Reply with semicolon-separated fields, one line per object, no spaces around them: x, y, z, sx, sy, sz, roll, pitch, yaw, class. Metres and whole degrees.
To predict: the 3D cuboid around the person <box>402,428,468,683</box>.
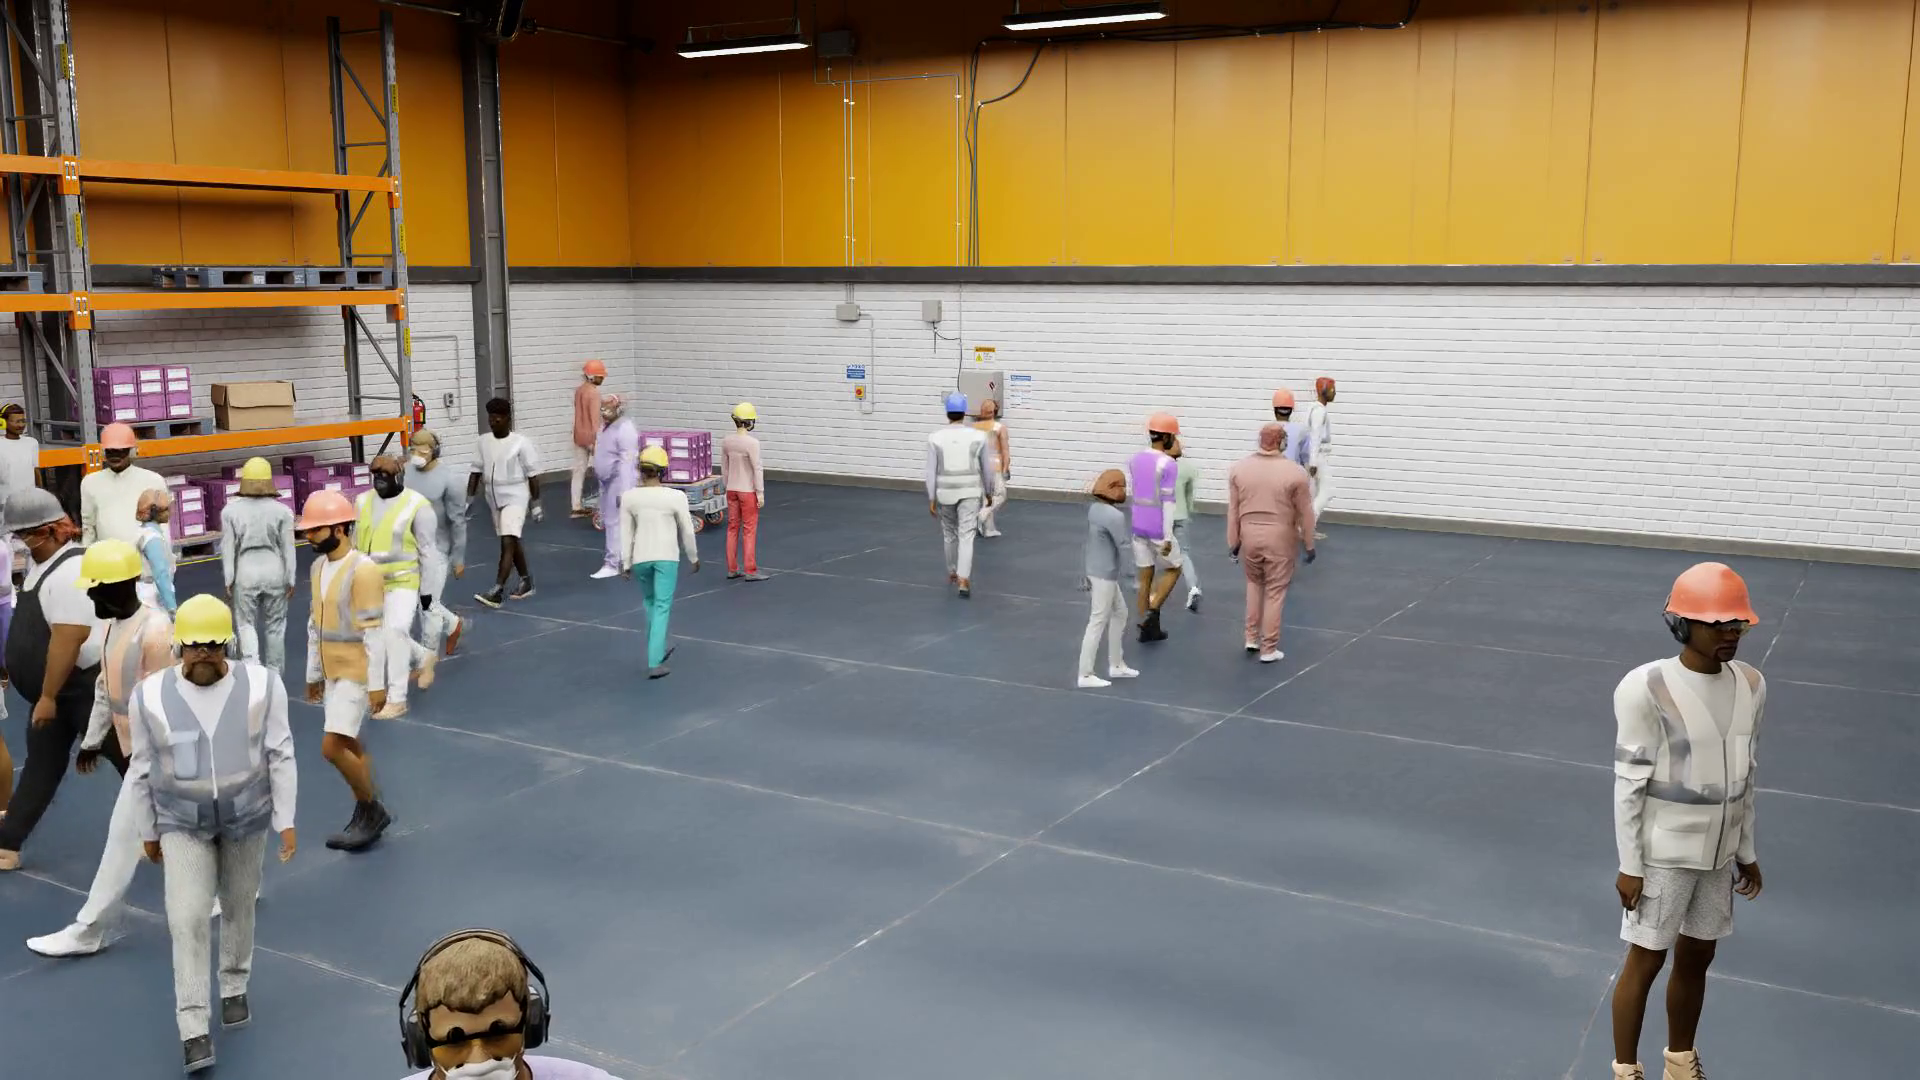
-3.951;0.085;12.532;0.687;1.905;0.718;4;10;22;person

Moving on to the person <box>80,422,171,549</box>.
-6.038;0.120;12.090;0.619;1.976;0.673;-1;9;-6;person

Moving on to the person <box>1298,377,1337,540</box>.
4.077;-0.913;18.865;0.418;1.872;0.595;1;9;6;person

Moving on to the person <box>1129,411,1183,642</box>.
1.622;-0.103;13.672;0.427;1.914;0.536;-7;12;-39;person

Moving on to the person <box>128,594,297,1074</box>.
-2.870;1.109;6.436;0.594;1.796;0.821;-5;10;-26;person

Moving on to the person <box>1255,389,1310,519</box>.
3.194;-0.554;16.563;0.566;1.879;1.007;0;9;0;person

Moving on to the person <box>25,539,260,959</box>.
-3.710;0.908;7.512;1.032;1.861;0.609;-8;12;-40;person

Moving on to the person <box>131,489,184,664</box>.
-5.537;0.463;11.152;0.836;1.605;0.519;-5;10;-29;person

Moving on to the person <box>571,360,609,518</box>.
-4.549;-1.259;20.700;0.719;1.959;0.701;-8;12;-43;person

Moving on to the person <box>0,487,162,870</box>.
-4.544;0.678;8.388;1.049;2.000;0.700;-8;12;-42;person

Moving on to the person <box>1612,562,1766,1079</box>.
2.570;1.085;5.843;0.605;2.044;0.375;-3;10;-21;person

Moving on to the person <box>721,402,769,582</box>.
-2.123;-0.475;16.439;0.533;1.767;0.322;8;12;39;person

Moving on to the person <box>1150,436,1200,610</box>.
1.927;-0.179;15.094;0.499;1.603;0.763;-3;9;-16;person

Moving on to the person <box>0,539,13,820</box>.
-5.240;0.635;8.649;0.373;2.044;0.606;6;11;32;person

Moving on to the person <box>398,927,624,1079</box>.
-0.818;1.604;2.925;0.627;1.940;0.372;-4;10;-24;person

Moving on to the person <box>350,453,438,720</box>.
-3.889;0.285;11.550;0.628;1.817;0.750;4;10;22;person

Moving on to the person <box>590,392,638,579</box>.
-3.389;-0.552;16.616;0.646;1.875;0.683;-6;11;-34;person

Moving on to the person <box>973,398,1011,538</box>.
0.311;-0.802;18.930;0.553;1.617;0.525;-9;13;-44;person

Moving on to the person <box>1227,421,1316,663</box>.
2.474;0.008;13.054;0.660;1.889;0.595;6;11;33;person

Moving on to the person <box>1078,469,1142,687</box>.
1.145;0.283;12.213;0.665;1.611;0.503;-2;9;-12;person

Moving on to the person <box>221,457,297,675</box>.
-4.986;0.275;11.856;0.500;1.728;0.534;-3;10;-18;person

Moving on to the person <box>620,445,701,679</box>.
-2.276;0.147;12.683;0.542;1.731;0.876;2;9;12;person

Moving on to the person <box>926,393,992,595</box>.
-0.013;-0.438;15.831;0.620;1.906;1.011;1;9;6;person

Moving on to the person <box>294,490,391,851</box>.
-3.234;0.692;8.677;0.564;1.916;0.440;8;12;41;person

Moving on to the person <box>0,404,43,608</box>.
-8.567;-0.310;15.145;0.321;1.857;0.514;5;10;28;person

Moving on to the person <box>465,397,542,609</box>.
-4.194;-0.349;15.193;0.614;1.907;0.988;4;10;25;person
